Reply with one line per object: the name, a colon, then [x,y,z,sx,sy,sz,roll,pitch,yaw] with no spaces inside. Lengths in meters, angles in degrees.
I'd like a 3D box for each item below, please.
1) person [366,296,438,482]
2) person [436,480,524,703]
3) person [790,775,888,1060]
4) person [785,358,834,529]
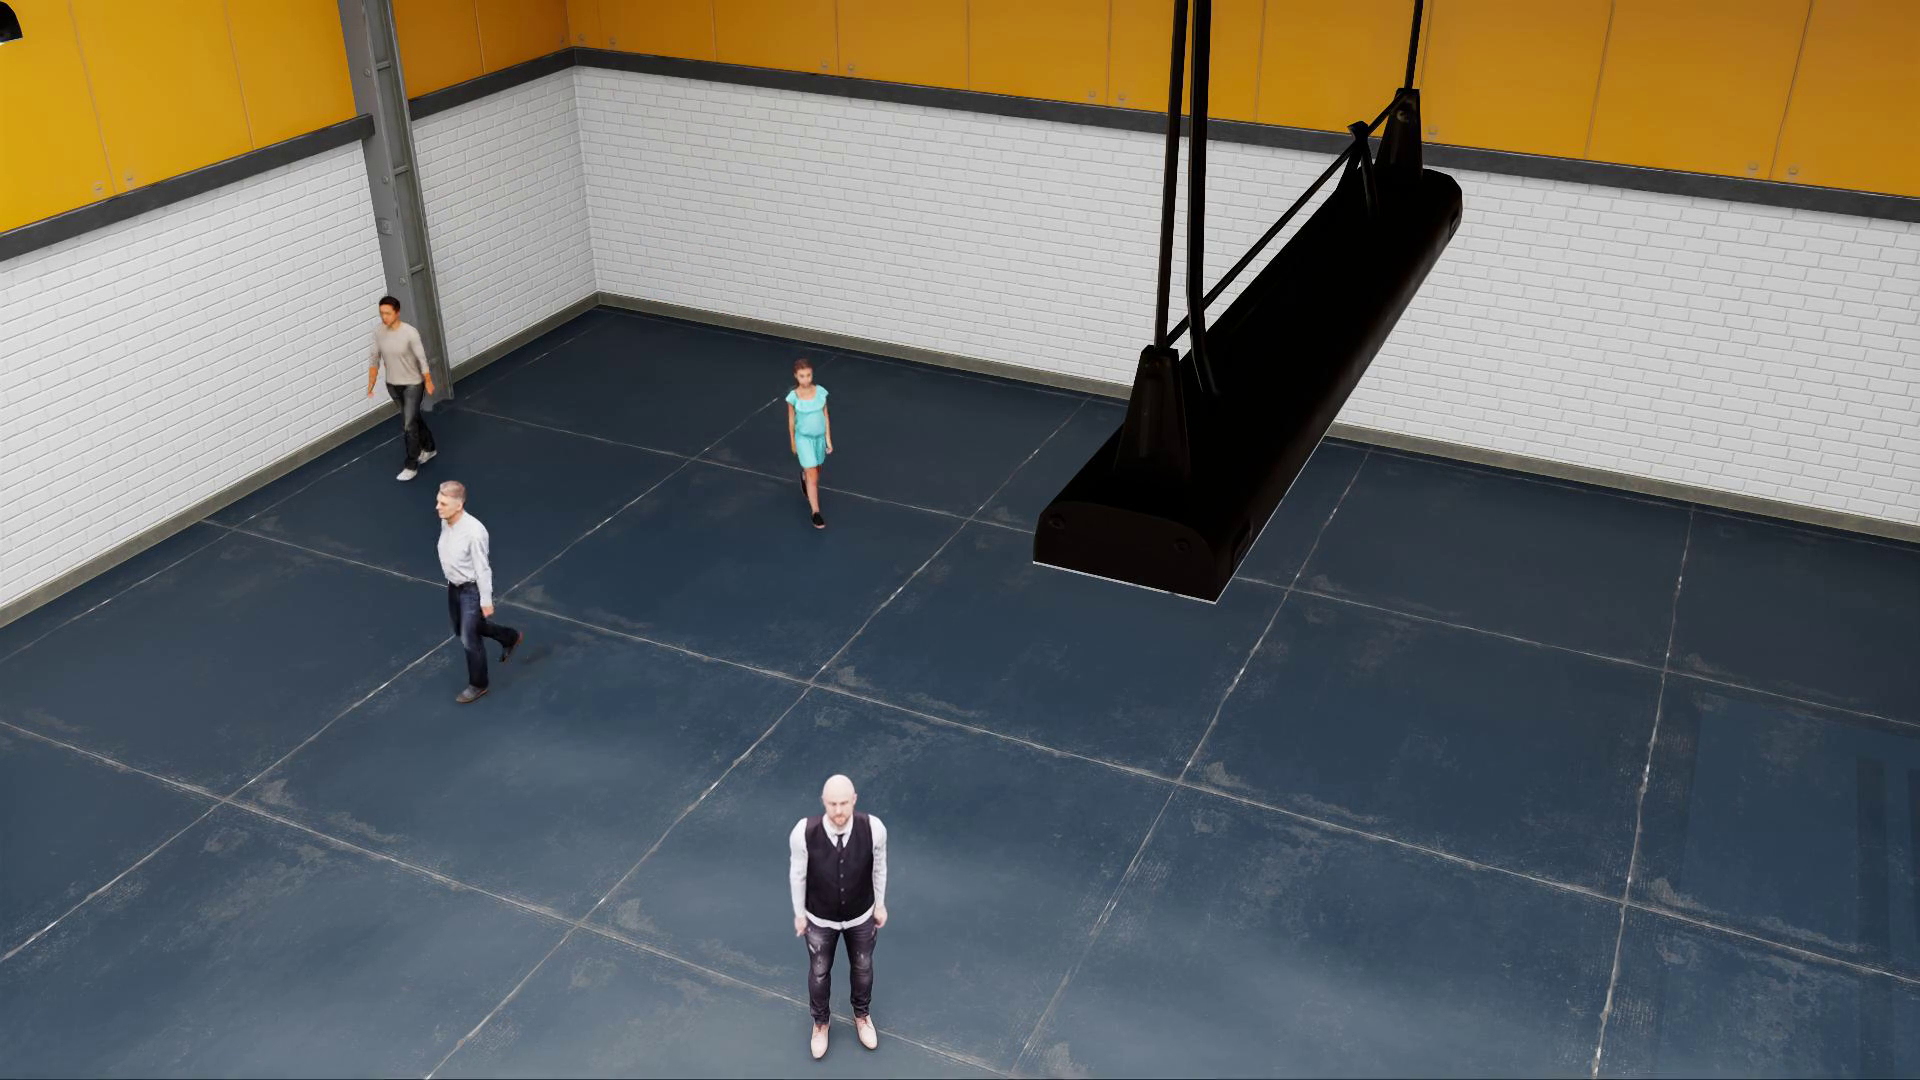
person: [-5.229,-1.522,15.840,0.719,1.771,0.984,10,30,17]
person: [-3.596,0.332,12.408,0.818,1.804,0.997,24,37,36]
person: [-0.658,2.061,9.217,0.785,1.823,0.805,-5,29,-9]
person: [-1.361,-0.928,15.006,1.020,1.526,1.041,-12,31,-20]
